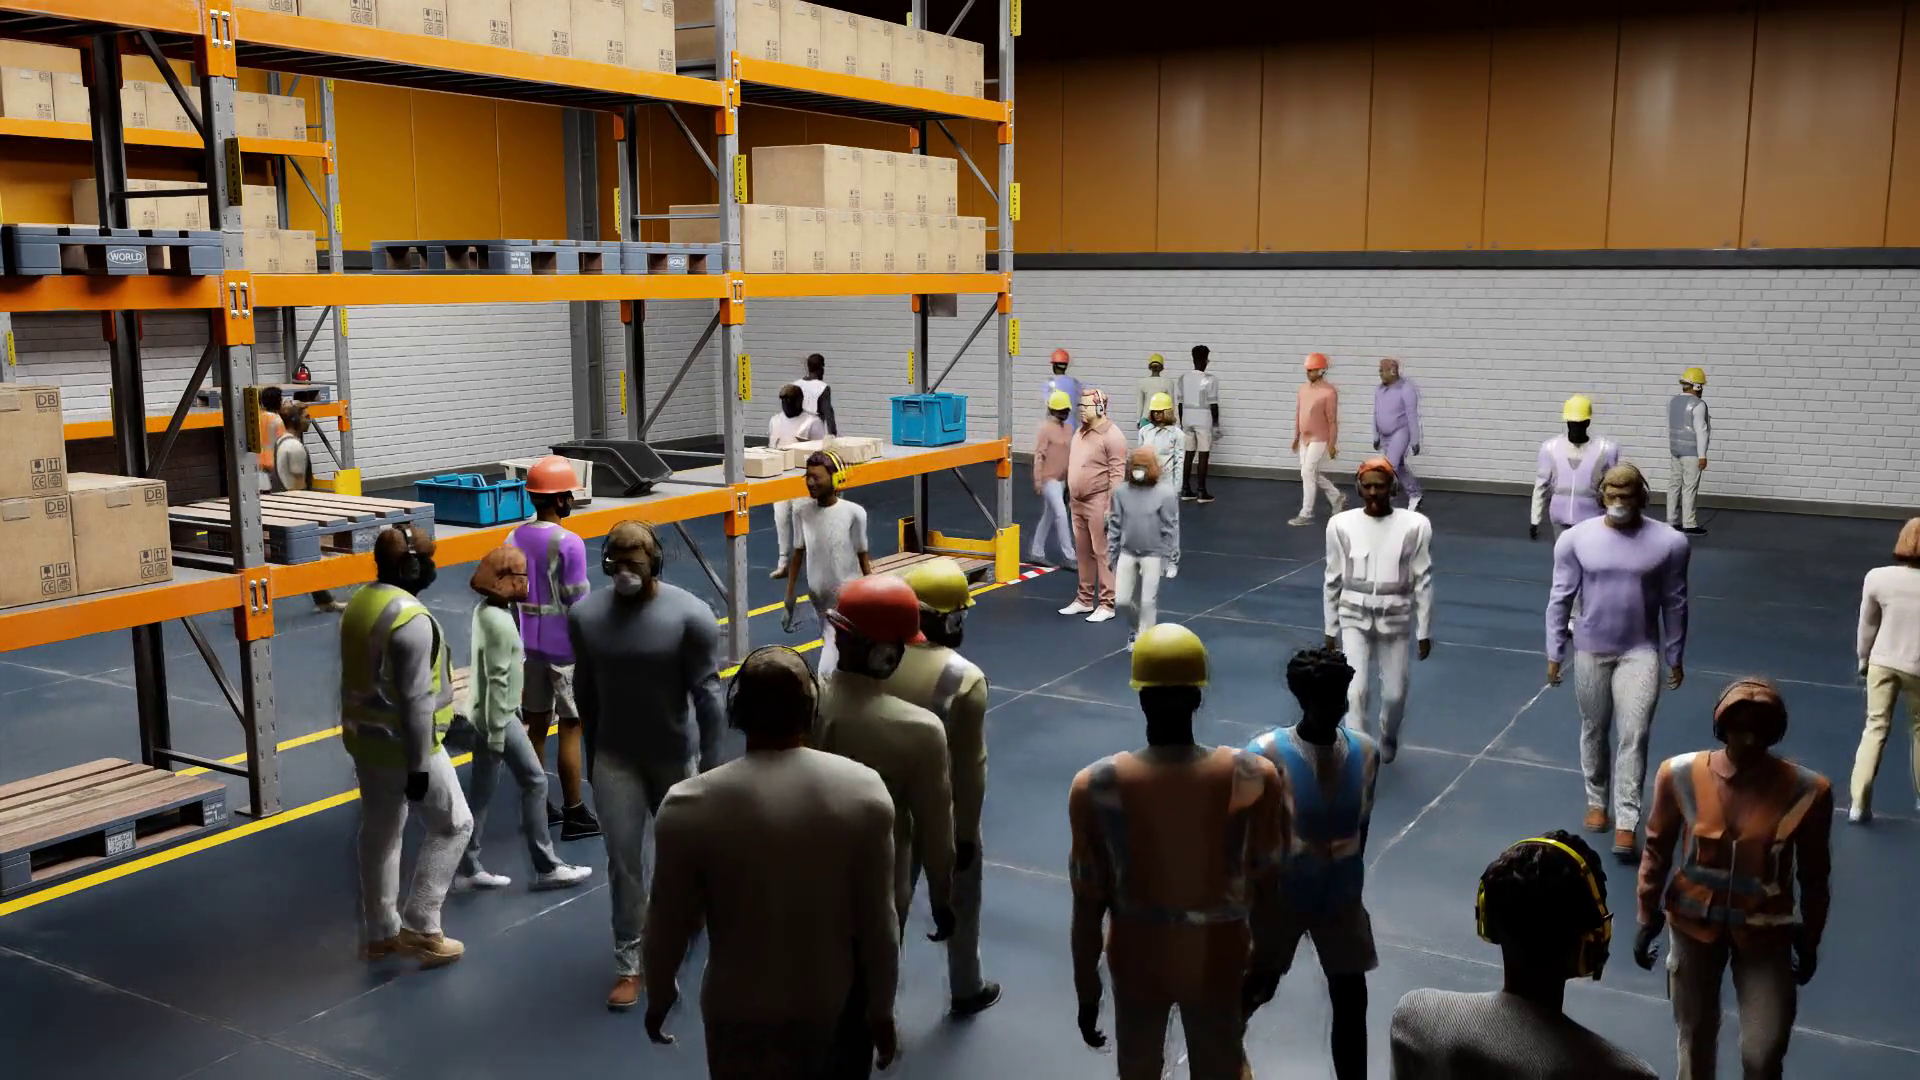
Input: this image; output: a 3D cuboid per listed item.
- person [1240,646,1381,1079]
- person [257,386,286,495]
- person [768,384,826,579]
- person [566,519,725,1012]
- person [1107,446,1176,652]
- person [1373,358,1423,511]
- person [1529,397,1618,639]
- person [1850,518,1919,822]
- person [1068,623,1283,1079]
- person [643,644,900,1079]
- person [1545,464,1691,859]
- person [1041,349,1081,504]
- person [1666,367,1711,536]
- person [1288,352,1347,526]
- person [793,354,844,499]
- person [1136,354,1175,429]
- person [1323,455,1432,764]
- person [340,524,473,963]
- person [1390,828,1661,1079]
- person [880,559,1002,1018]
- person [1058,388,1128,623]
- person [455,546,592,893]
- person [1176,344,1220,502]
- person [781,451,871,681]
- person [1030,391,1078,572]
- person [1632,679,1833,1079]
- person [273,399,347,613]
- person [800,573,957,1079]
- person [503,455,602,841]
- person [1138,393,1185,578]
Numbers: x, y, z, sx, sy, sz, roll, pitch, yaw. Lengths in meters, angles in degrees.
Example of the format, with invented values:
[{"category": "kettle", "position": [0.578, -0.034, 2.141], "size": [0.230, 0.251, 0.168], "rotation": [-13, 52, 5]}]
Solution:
[{"category": "person", "position": [1.116, 1.141, 5.499], "size": [0.530, 1.664, 0.812], "rotation": [-2, 9, -14]}, {"category": "person", "position": [-7.304, -0.801, 17.598], "size": [0.533, 1.662, 0.824], "rotation": [5, 11, 31]}, {"category": "person", "position": [-1.518, -0.558, 15.580], "size": [0.632, 1.822, 0.644], "rotation": [6, 11, 33]}, {"category": "person", "position": [-1.222, 0.827, 6.711], "size": [0.656, 1.908, 0.921], "rotation": [1, 9, 8]}, {"category": "person", "position": [1.322, 0.119, 12.018], "size": [0.504, 1.618, 0.461], "rotation": [4, 10, 23]}, {"category": "person", "position": [5.196, -1.225, 19.672], "size": [0.967, 1.857, 0.693], "rotation": [-4, 10, -22]}, {"category": "person", "position": [4.791, -0.177, 13.039], "size": [0.611, 1.873, 0.983], "rotation": [6, 11, 33]}, {"category": "person", "position": [4.929, 0.668, 8.649], "size": [0.777, 1.593, 0.518], "rotation": [-8, 12, -40]}, {"category": "person", "position": [0.595, 1.168, 4.587], "size": [0.599, 1.894, 0.824], "rotation": [1, 9, 5]}, {"category": "person", "position": [-0.500, 1.208, 4.402], "size": [0.640, 1.873, 1.069], "rotation": [-5, 10, -28]}, {"category": "person", "position": [3.216, 0.588, 8.195], "size": [0.657, 1.898, 0.913], "rotation": [4, 10, 24]}, {"category": "person", "position": [1.221, -1.393, 20.488], "size": [0.562, 1.918, 0.427], "rotation": [-5, 10, -27]}, {"category": "person", "position": [7.934, -0.966, 18.097], "size": [0.404, 1.833, 0.589], "rotation": [-2, 9, -14]}, {"category": "person", "position": [4.086, -1.157, 18.873], "size": [0.806, 1.970, 0.621], "rotation": [-4, 10, -23]}, {"category": "person", "position": [-1.683, -1.276, 19.884], "size": [1.002, 1.871, 0.610], "rotation": [-9, 13, -44]}, {"category": "person", "position": [2.648, -1.641, 22.545], "size": [0.522, 1.762, 0.332], "rotation": [3, 10, 18]}, {"category": "person", "position": [2.289, 0.454, 9.140], "size": [0.587, 1.863, 0.691], "rotation": [3, 10, 19]}, {"category": "person", "position": [-2.275, 0.844, 6.829], "size": [0.476, 1.824, 0.649], "rotation": [-9, 13, -43]}, {"category": "person", "position": [1.003, 1.434, 3.009], "size": [0.532, 1.868, 0.310], "rotation": [8, 12, 39]}, {"category": "person", "position": [-0.162, 0.966, 6.123], "size": [0.588, 1.808, 0.806], "rotation": [7, 11, 35]}, {"category": "person", "position": [1.079, -0.287, 13.633], "size": [0.409, 1.909, 0.641], "rotation": [-5, 11, -31]}, {"category": "person", "position": [-2.014, 0.820, 7.626], "size": [0.706, 1.603, 0.521], "rotation": [-4, 10, -25]}, {"category": "person", "position": [2.974, -1.449, 20.711], "size": [0.395, 1.965, 0.605], "rotation": [-9, 12, -43]}, {"category": "person", "position": [-0.764, 0.361, 9.891], "size": [0.543, 1.818, 0.986], "rotation": [6, 11, 32]}, {"category": "person", "position": [0.921, -0.556, 15.822], "size": [0.712, 1.727, 0.576], "rotation": [6, 11, 32]}, {"category": "person", "position": [2.353, 1.221, 5.101], "size": [0.530, 1.626, 0.386], "rotation": [5, 11, 30]}, {"category": "person", "position": [-5.538, -0.245, 13.659], "size": [0.866, 1.821, 0.503], "rotation": [-5, 10, -27]}, {"category": "person", "position": [-0.300, 1.067, 4.993], "size": [0.611, 1.961, 0.595], "rotation": [5, 11, 30]}, {"category": "person", "position": [-2.023, 0.542, 8.361], "size": [0.544, 1.939, 0.354], "rotation": [6, 11, 33]}, {"category": "person", "position": [1.865, -0.514, 15.582], "size": [0.487, 1.738, 0.333], "rotation": [6, 11, 35]}]
